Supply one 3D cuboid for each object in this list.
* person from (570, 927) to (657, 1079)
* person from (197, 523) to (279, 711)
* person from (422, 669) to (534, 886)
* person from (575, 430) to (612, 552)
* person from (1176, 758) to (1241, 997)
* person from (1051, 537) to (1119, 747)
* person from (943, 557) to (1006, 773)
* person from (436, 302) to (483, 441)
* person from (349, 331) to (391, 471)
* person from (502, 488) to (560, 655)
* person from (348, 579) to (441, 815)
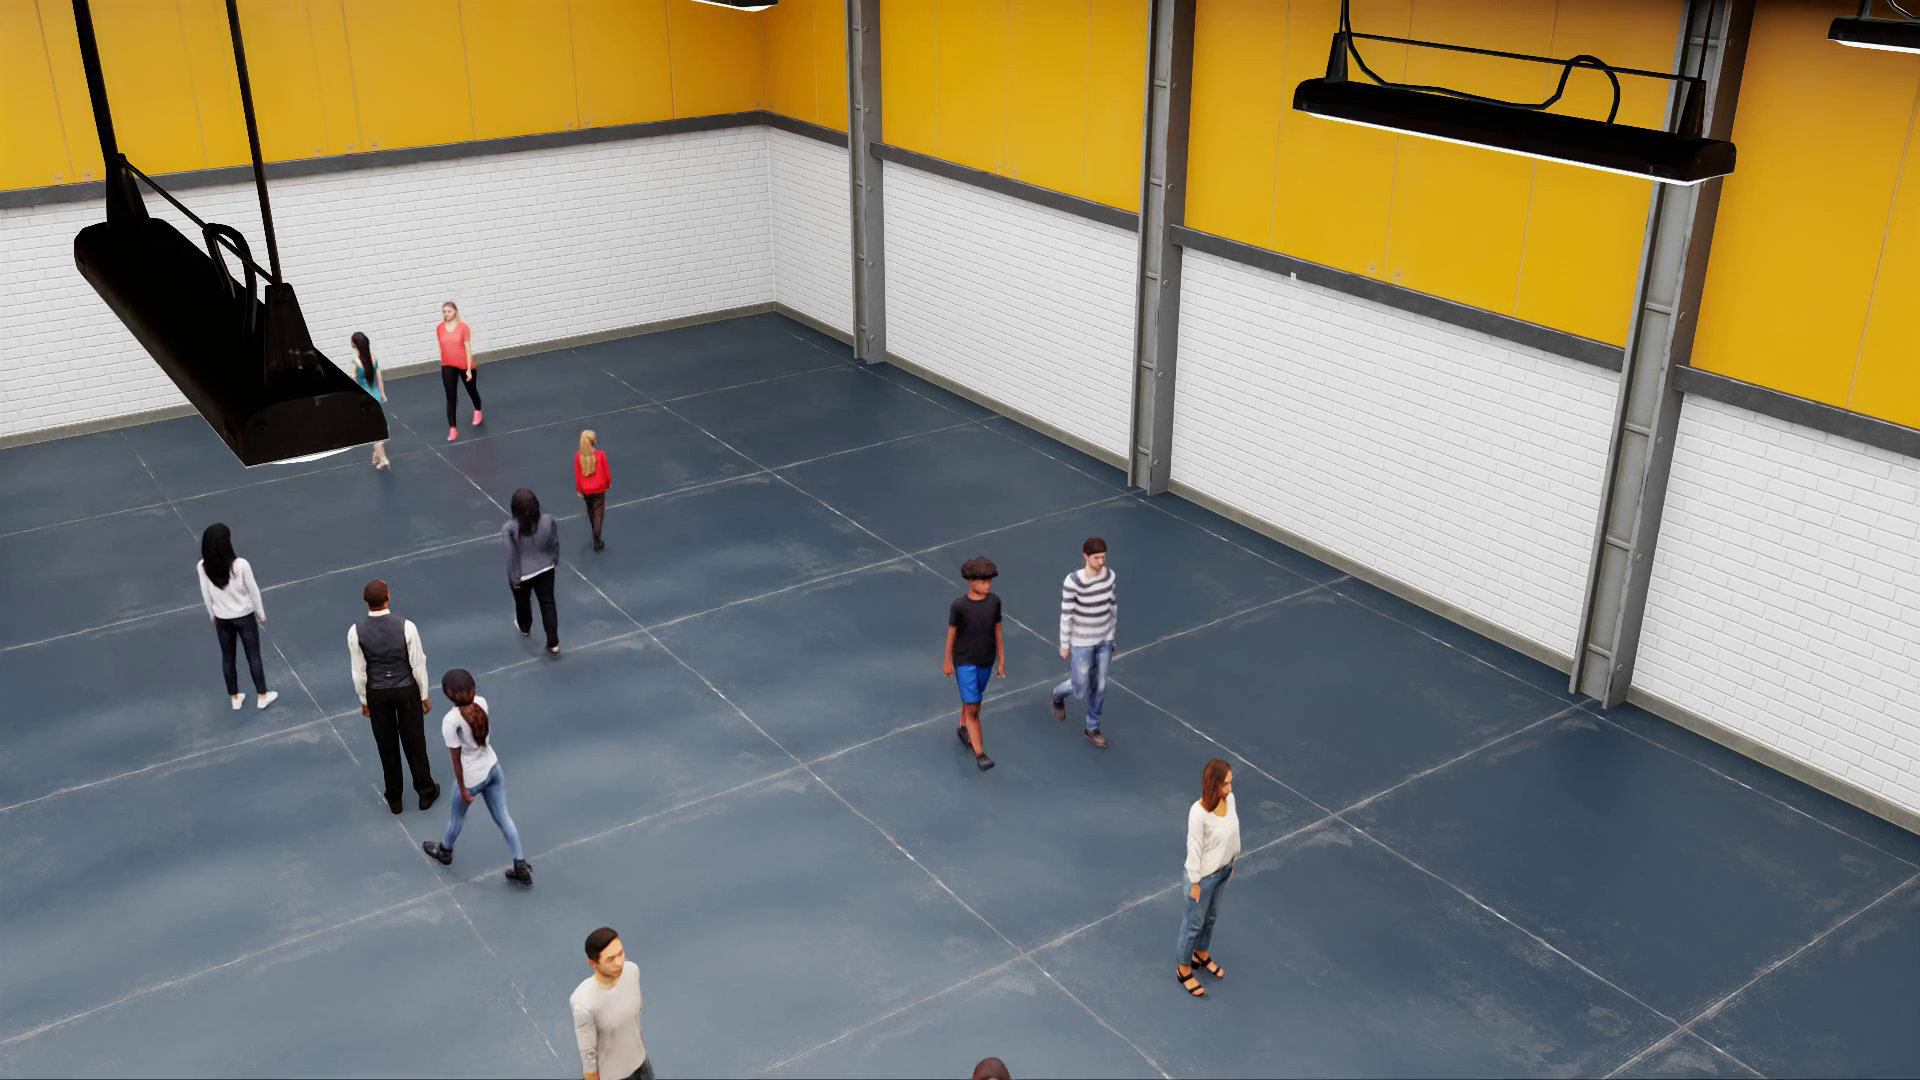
[{"bbox_3d":[-1.926,2.836,8.995,0.727,1.800,0.740,16,29,33],"label":"person"},{"bbox_3d":[-6.174,0.643,14.136,0.708,1.699,0.728,-1,24,-2],"label":"person"},{"bbox_3d":[-3.332,1.707,11.733,1.223,1.675,0.958,13,27,27],"label":"person"},{"bbox_3d":[-3.823,-0.498,17.302,0.789,1.255,0.911,1,24,2],"label":"person"},{"bbox_3d":[1.595,2.138,10.740,0.618,1.680,0.672,19,30,37],"label":"person"},{"bbox_3d":[1.021,0.788,13.640,0.734,1.832,0.919,-11,26,-24],"label":"person"},{"bbox_3d":[0.084,0.934,13.407,0.772,1.750,1.164,-9,25,-20],"label":"person"},{"bbox_3d":[-6.137,-2.114,20.508,1.042,1.647,1.232,1,24,1],"label":"person"},{"bbox_3d":[-6.789,-1.586,19.268,0.722,1.673,0.690,12,26,26],"label":"person"},{"bbox_3d":[-3.854,0.308,15.078,0.702,1.559,1.032,-14,27,-29],"label":"person"},{"bbox_3d":[-4.302,1.184,12.625,0.770,1.919,0.734,-5,24,-11],"label":"person"}]
